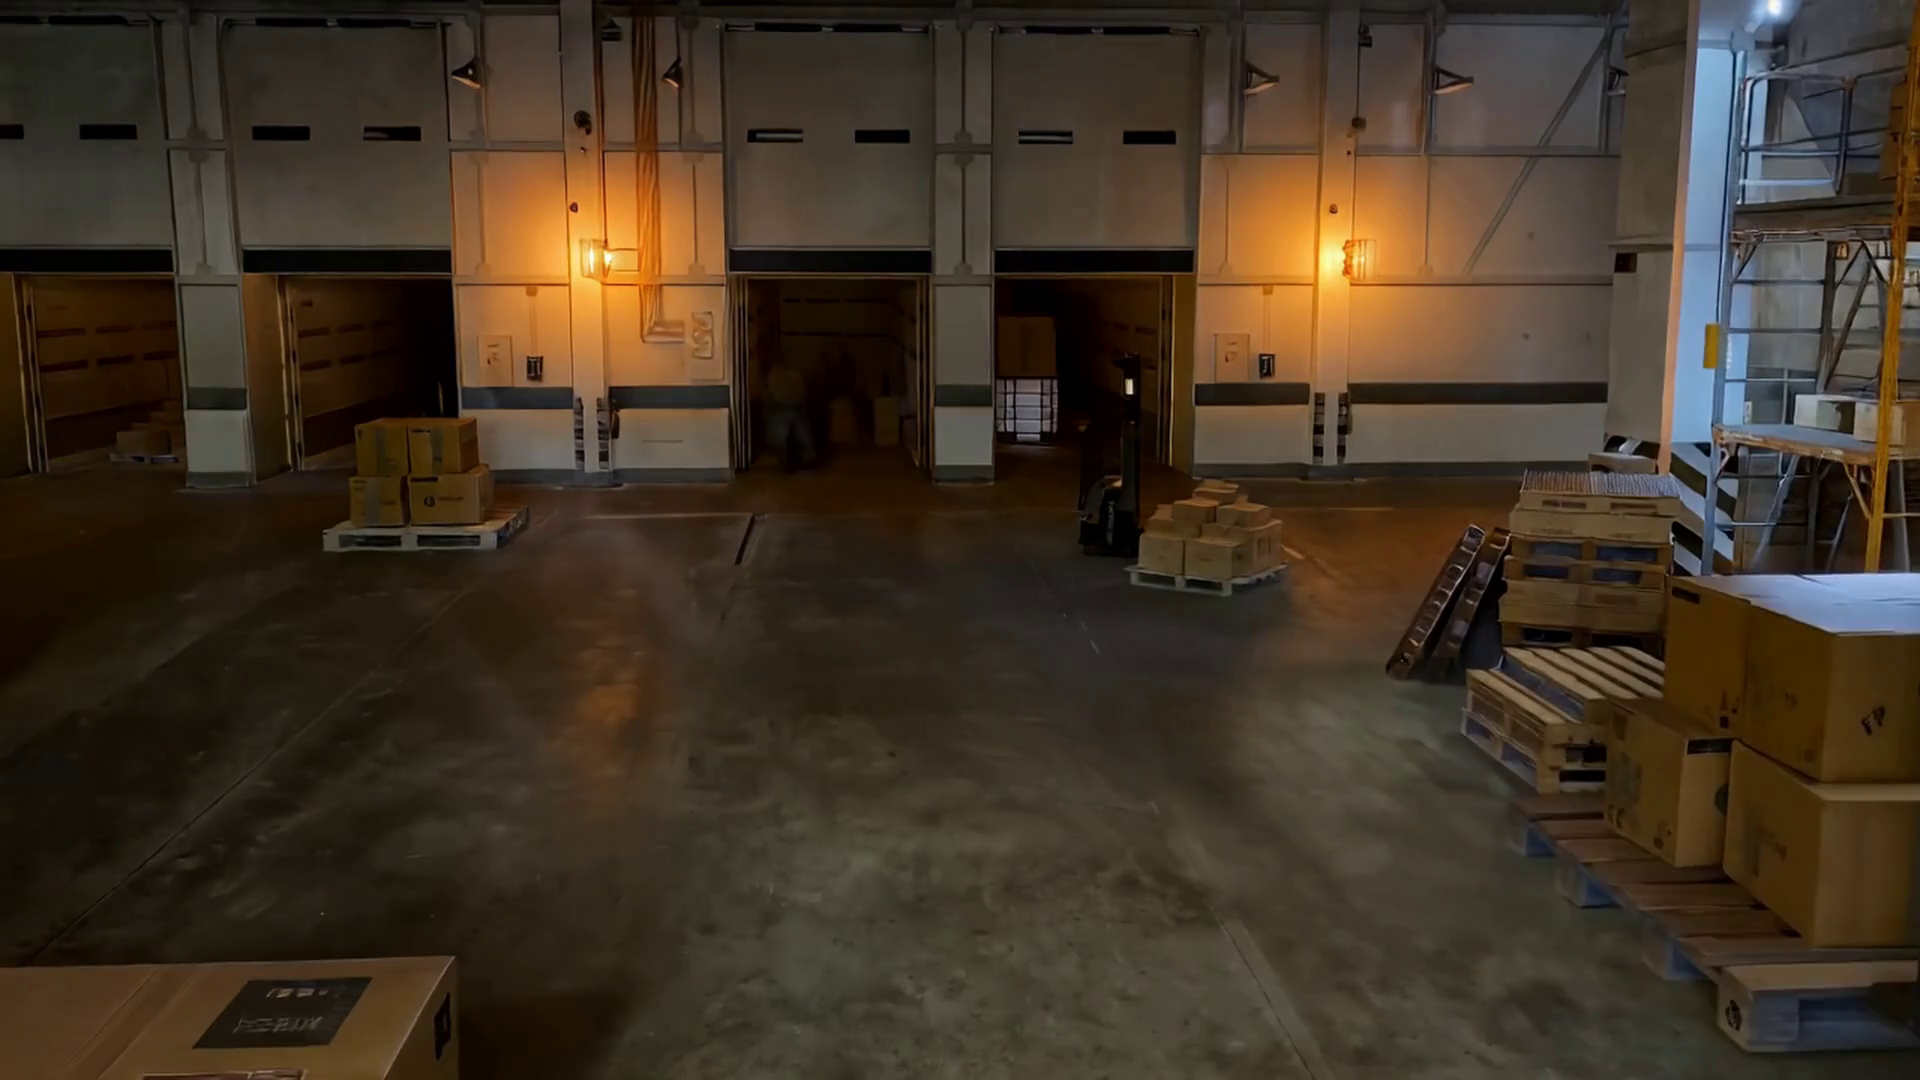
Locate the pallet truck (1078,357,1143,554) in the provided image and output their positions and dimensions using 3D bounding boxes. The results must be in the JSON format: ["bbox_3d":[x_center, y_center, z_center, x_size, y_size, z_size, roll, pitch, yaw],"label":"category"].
[{"bbox_3d":[2.088,-0.836,16.757,1.885,1.965,0.823,2,9,13],"label":"pallet truck"}]
